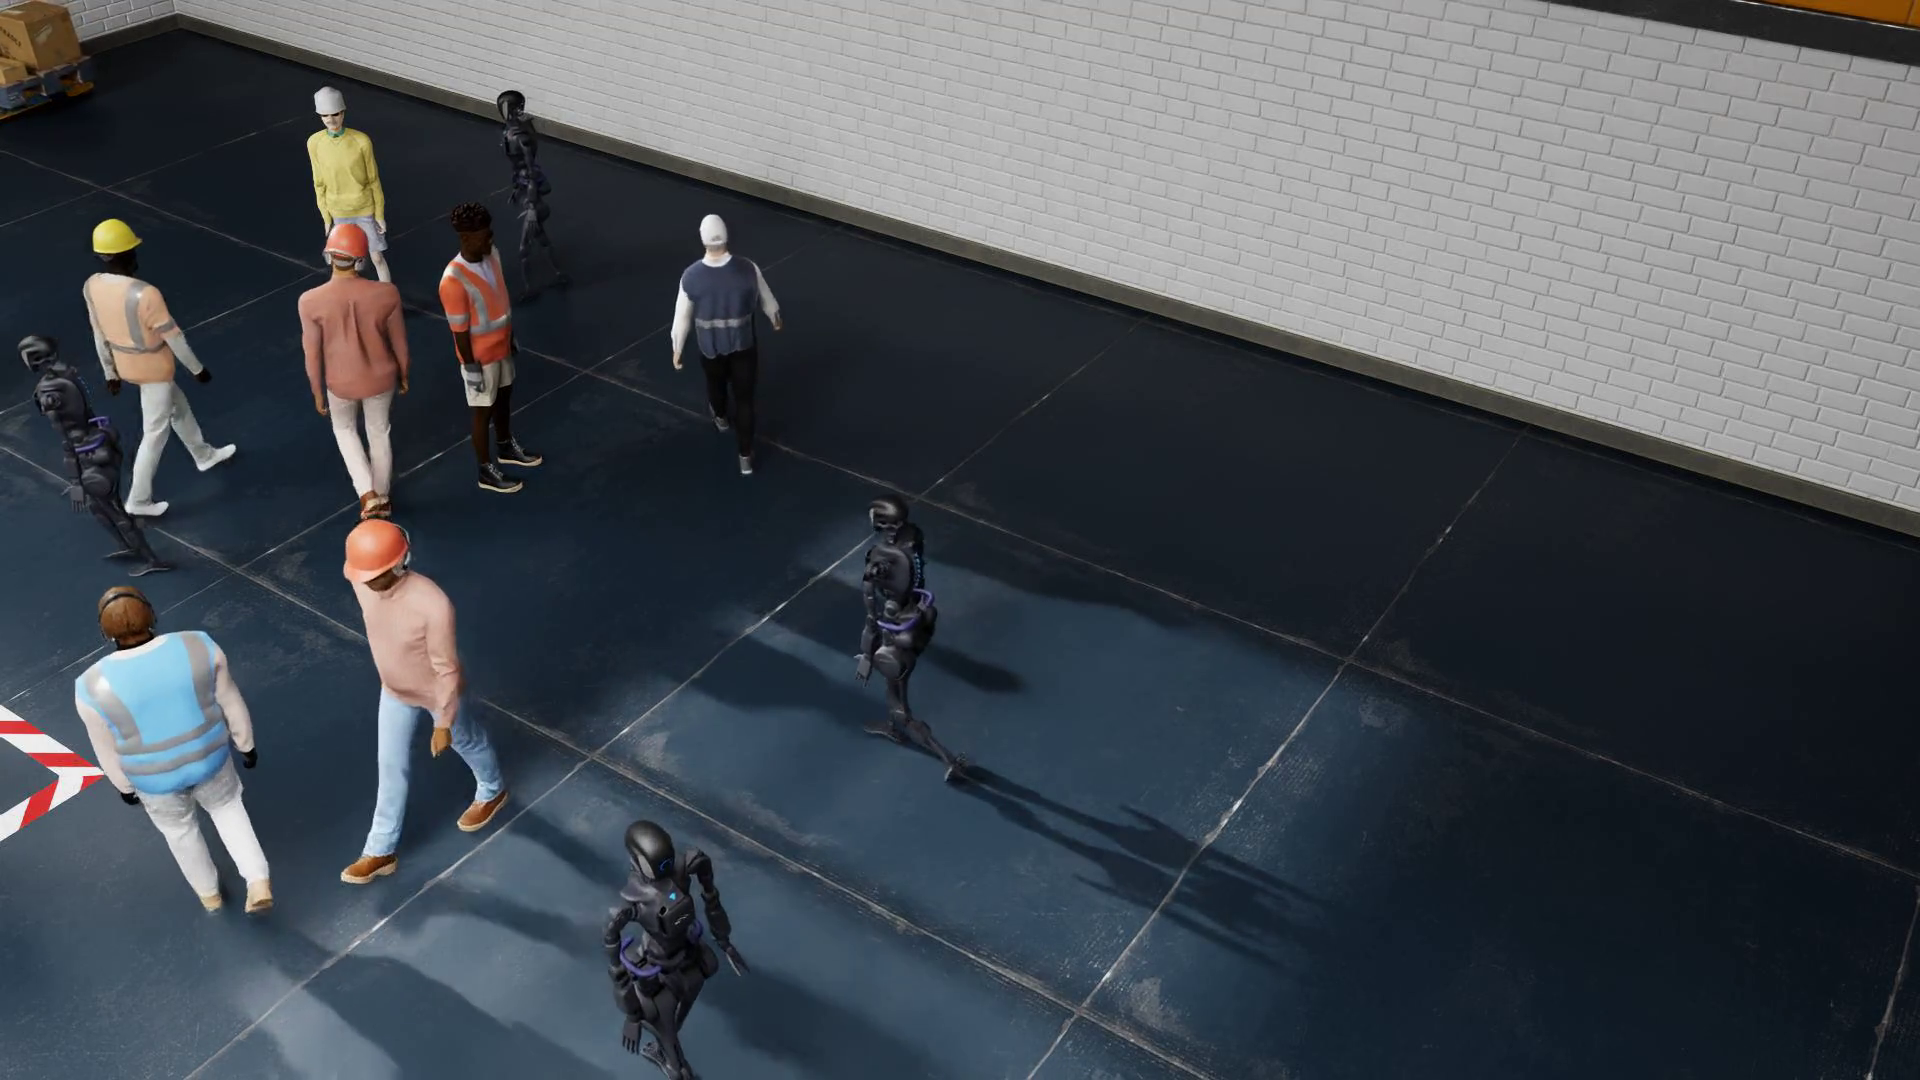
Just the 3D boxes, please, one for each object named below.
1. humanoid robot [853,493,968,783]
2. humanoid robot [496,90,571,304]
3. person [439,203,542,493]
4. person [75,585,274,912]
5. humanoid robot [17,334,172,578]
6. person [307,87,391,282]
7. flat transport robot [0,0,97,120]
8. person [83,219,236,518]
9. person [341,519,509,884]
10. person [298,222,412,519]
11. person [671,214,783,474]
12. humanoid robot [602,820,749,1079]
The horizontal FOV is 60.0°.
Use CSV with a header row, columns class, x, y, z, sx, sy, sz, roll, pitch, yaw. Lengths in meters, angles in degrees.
class,x,y,z,sx,sy,sz,roll,pitch,yaw
humanoid robot,-0.224,0.474,8.387,0.675,1.632,0.588,16,38,22
humanoid robot,-3.386,-2.663,12.851,0.613,1.637,0.600,-18,39,-24
person,-2.996,-1.224,10.548,0.379,1.957,0.598,7,36,10
person,-3.480,1.009,7.464,0.634,1.826,0.558,-24,42,-30
humanoid robot,-5.067,-0.472,9.718,0.482,1.640,0.602,-7,36,-10
person,-4.504,-2.442,12.339,0.477,1.894,0.383,-6,35,-9
flat transport robot,-9.471,-4.414,16.570,0.659,0.231,1.431,18,39,23
person,-5.124,-1.077,10.402,0.585,1.880,0.972,18,39,24
person,-2.588,0.757,7.718,0.636,1.939,1.010,17,38,23
person,-3.658,-0.992,10.206,0.628,1.961,0.485,-16,38,-22
person,-1.526,-1.346,10.926,0.711,1.713,0.873,-3,35,-4
humanoid robot,-1.104,1.725,6.606,0.765,1.626,0.591,26,43,32
